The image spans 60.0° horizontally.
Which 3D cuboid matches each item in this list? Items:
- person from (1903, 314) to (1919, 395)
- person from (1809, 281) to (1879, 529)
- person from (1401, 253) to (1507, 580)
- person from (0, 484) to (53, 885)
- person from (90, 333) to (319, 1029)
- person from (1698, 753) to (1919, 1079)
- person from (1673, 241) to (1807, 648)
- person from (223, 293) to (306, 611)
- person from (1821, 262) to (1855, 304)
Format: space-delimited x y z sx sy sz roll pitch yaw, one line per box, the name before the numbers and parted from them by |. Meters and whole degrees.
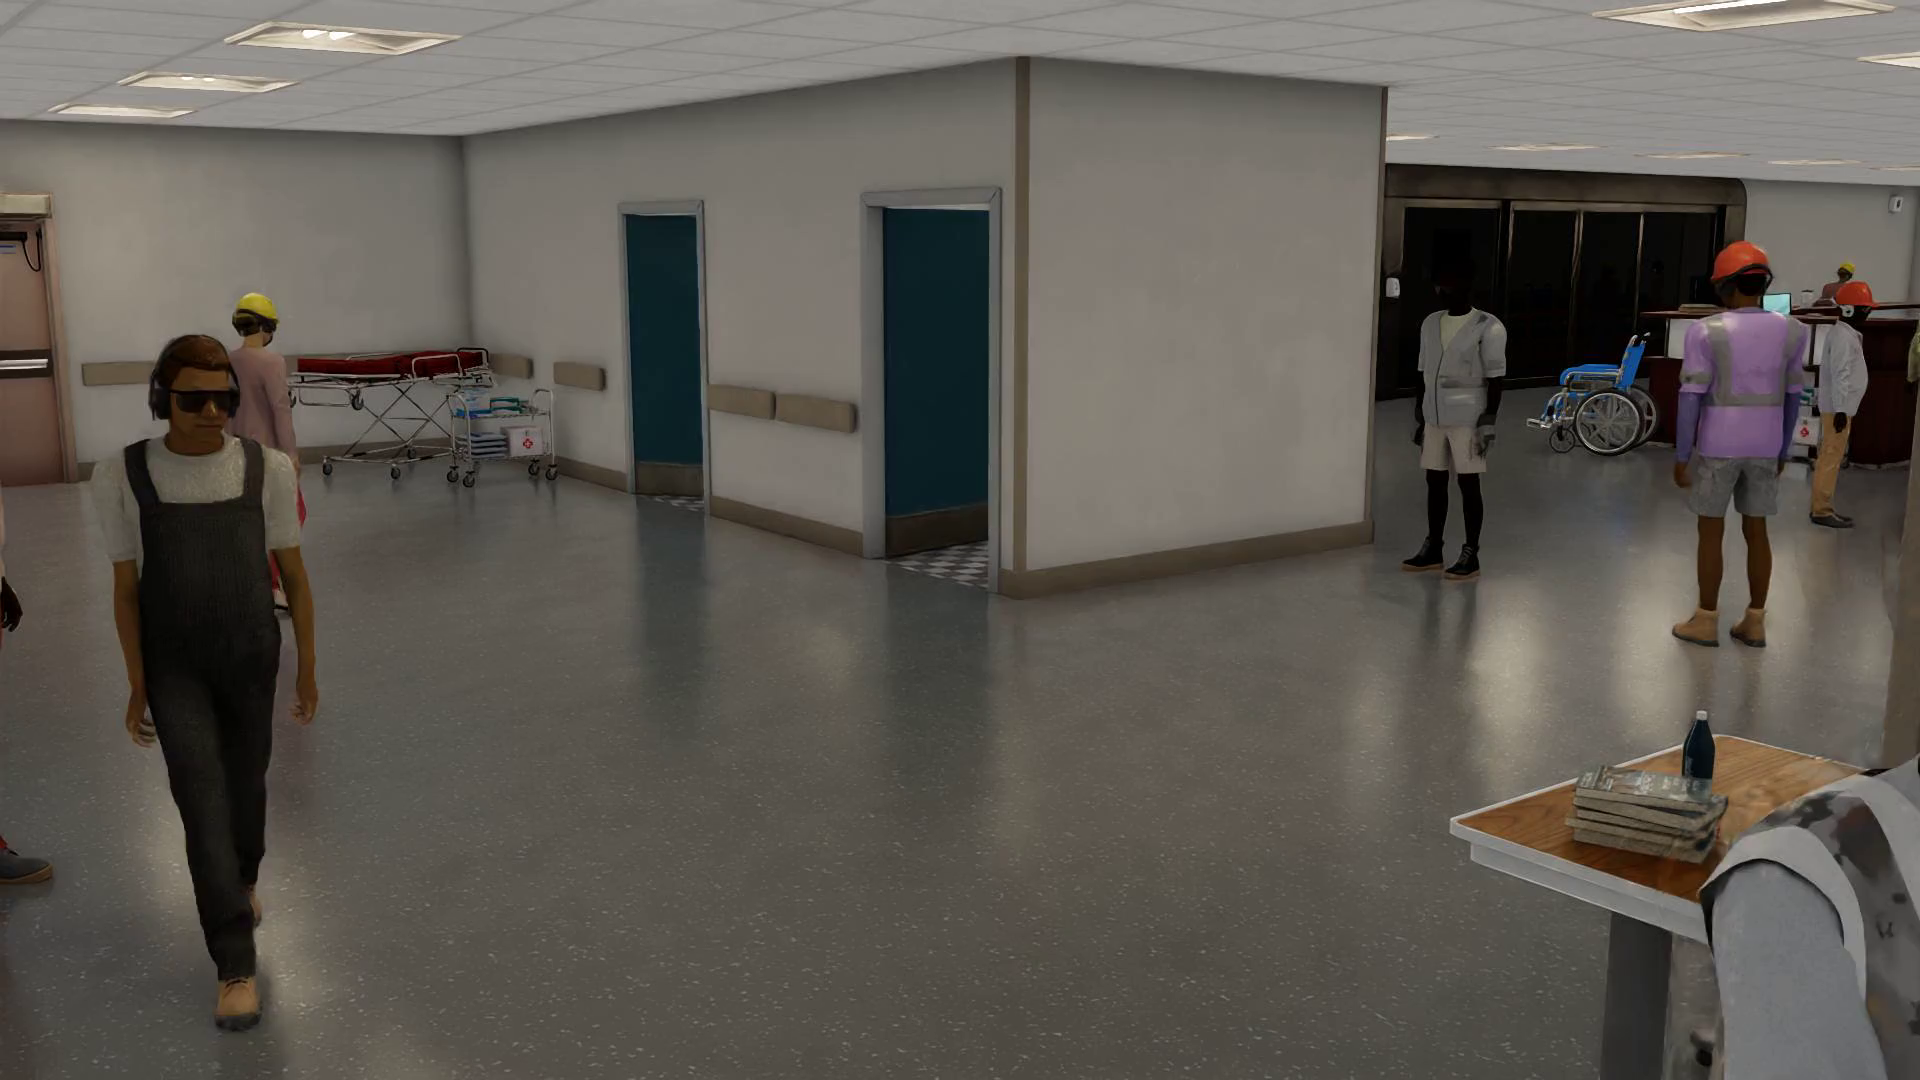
person | 8.146 -1.320 13.781 0.432 1.791 0.637 -3 10 -14
person | 6.312 -0.964 11.887 0.336 1.749 0.575 5 11 26
person | 2.987 -0.745 10.062 0.362 1.963 0.614 -7 12 -33
person | -3.046 0.144 5.009 0.395 1.990 0.619 0 10 1
person | -2.066 0.324 4.578 0.518 1.798 0.936 -6 12 -30
person | 0.888 0.834 1.628 0.583 1.830 1.036 -3 11 -18
person | 3.877 -0.473 8.364 0.620 2.031 0.430 0 10 -1
person | -3.854 -0.475 9.161 0.552 1.748 0.424 6 12 31
person | 12.907 -3.201 24.428 0.368 1.744 0.540 -9 14 -41
